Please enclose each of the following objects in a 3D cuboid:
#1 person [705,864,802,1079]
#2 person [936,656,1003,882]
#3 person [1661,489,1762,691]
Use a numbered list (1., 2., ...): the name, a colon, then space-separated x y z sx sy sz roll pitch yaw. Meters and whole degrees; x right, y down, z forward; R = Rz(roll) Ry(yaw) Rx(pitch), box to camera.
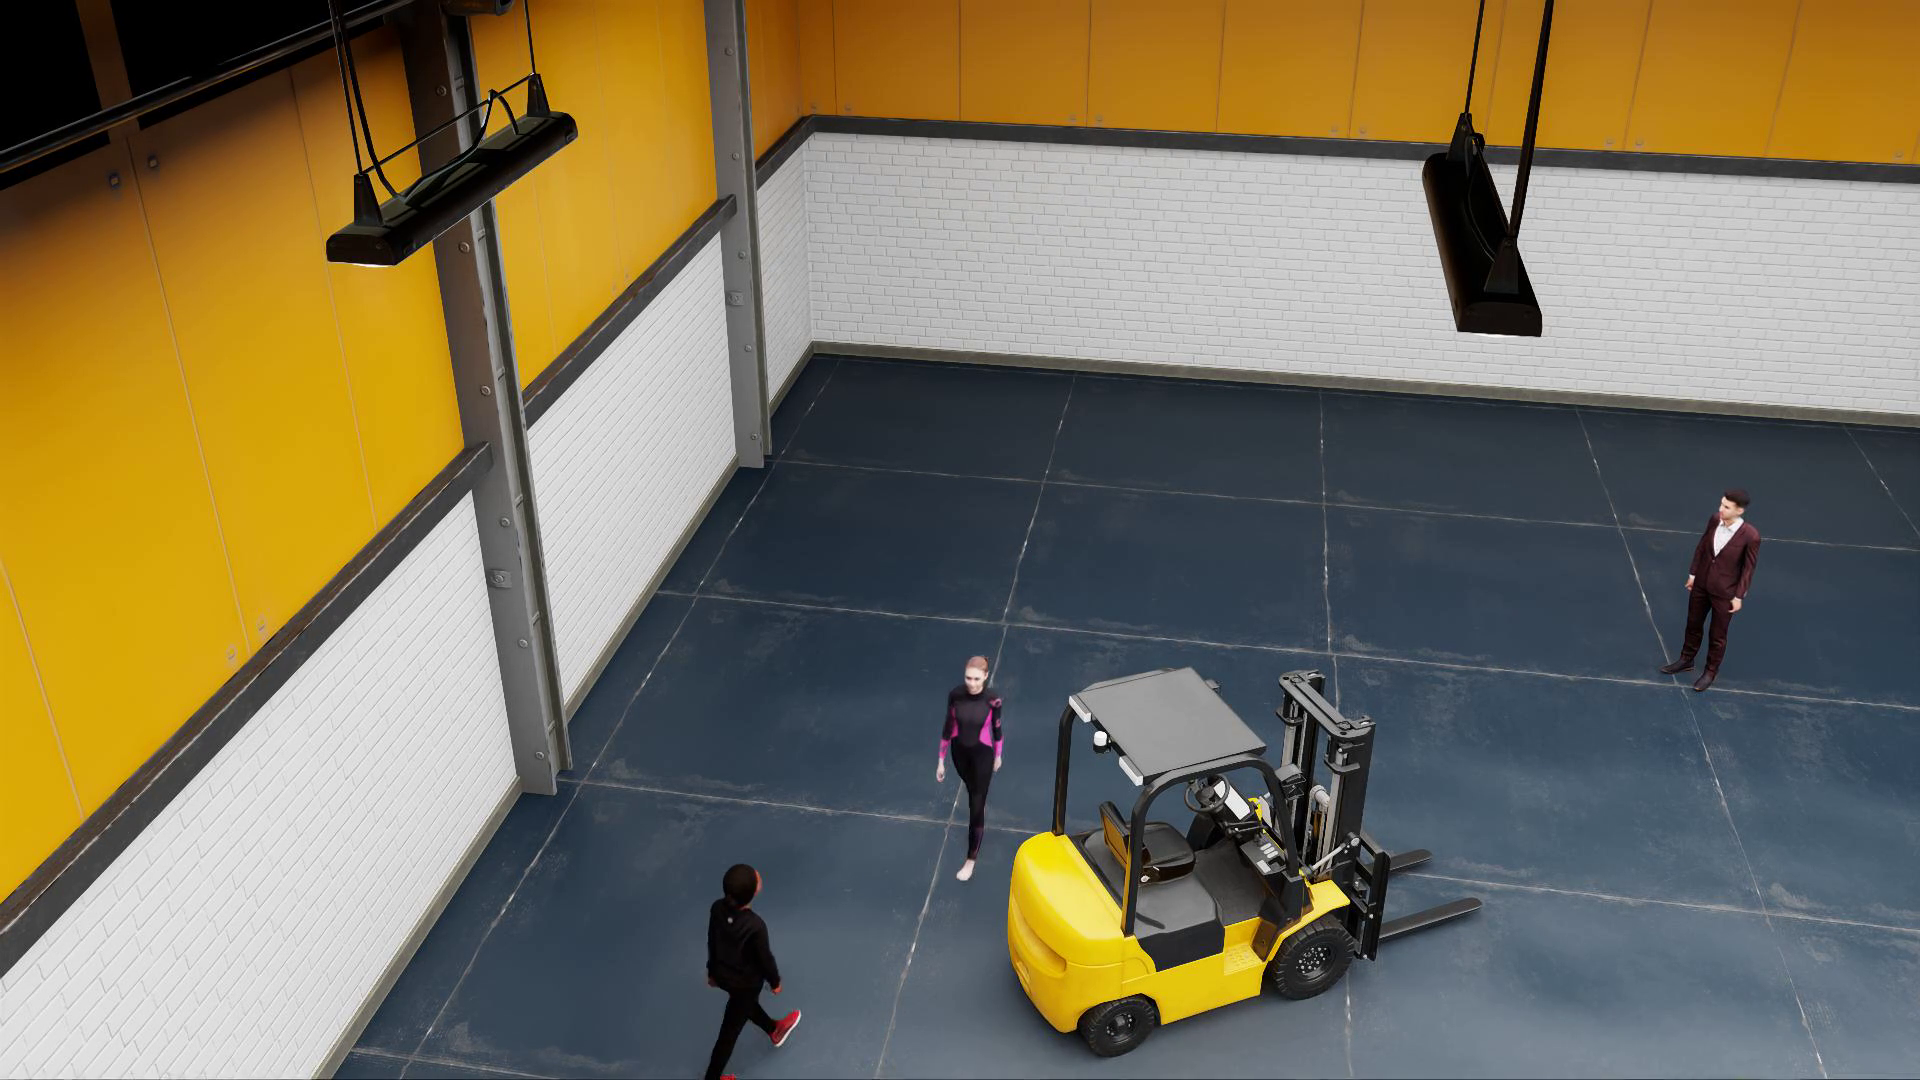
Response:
1. person: -1.415 2.754 10.208 0.964 1.627 1.166 23 36 35
2. person: 0.114 1.566 12.320 0.709 1.689 1.184 10 30 17
3. person: 6.507 0.391 14.293 0.836 1.863 0.759 -16 33 -27
